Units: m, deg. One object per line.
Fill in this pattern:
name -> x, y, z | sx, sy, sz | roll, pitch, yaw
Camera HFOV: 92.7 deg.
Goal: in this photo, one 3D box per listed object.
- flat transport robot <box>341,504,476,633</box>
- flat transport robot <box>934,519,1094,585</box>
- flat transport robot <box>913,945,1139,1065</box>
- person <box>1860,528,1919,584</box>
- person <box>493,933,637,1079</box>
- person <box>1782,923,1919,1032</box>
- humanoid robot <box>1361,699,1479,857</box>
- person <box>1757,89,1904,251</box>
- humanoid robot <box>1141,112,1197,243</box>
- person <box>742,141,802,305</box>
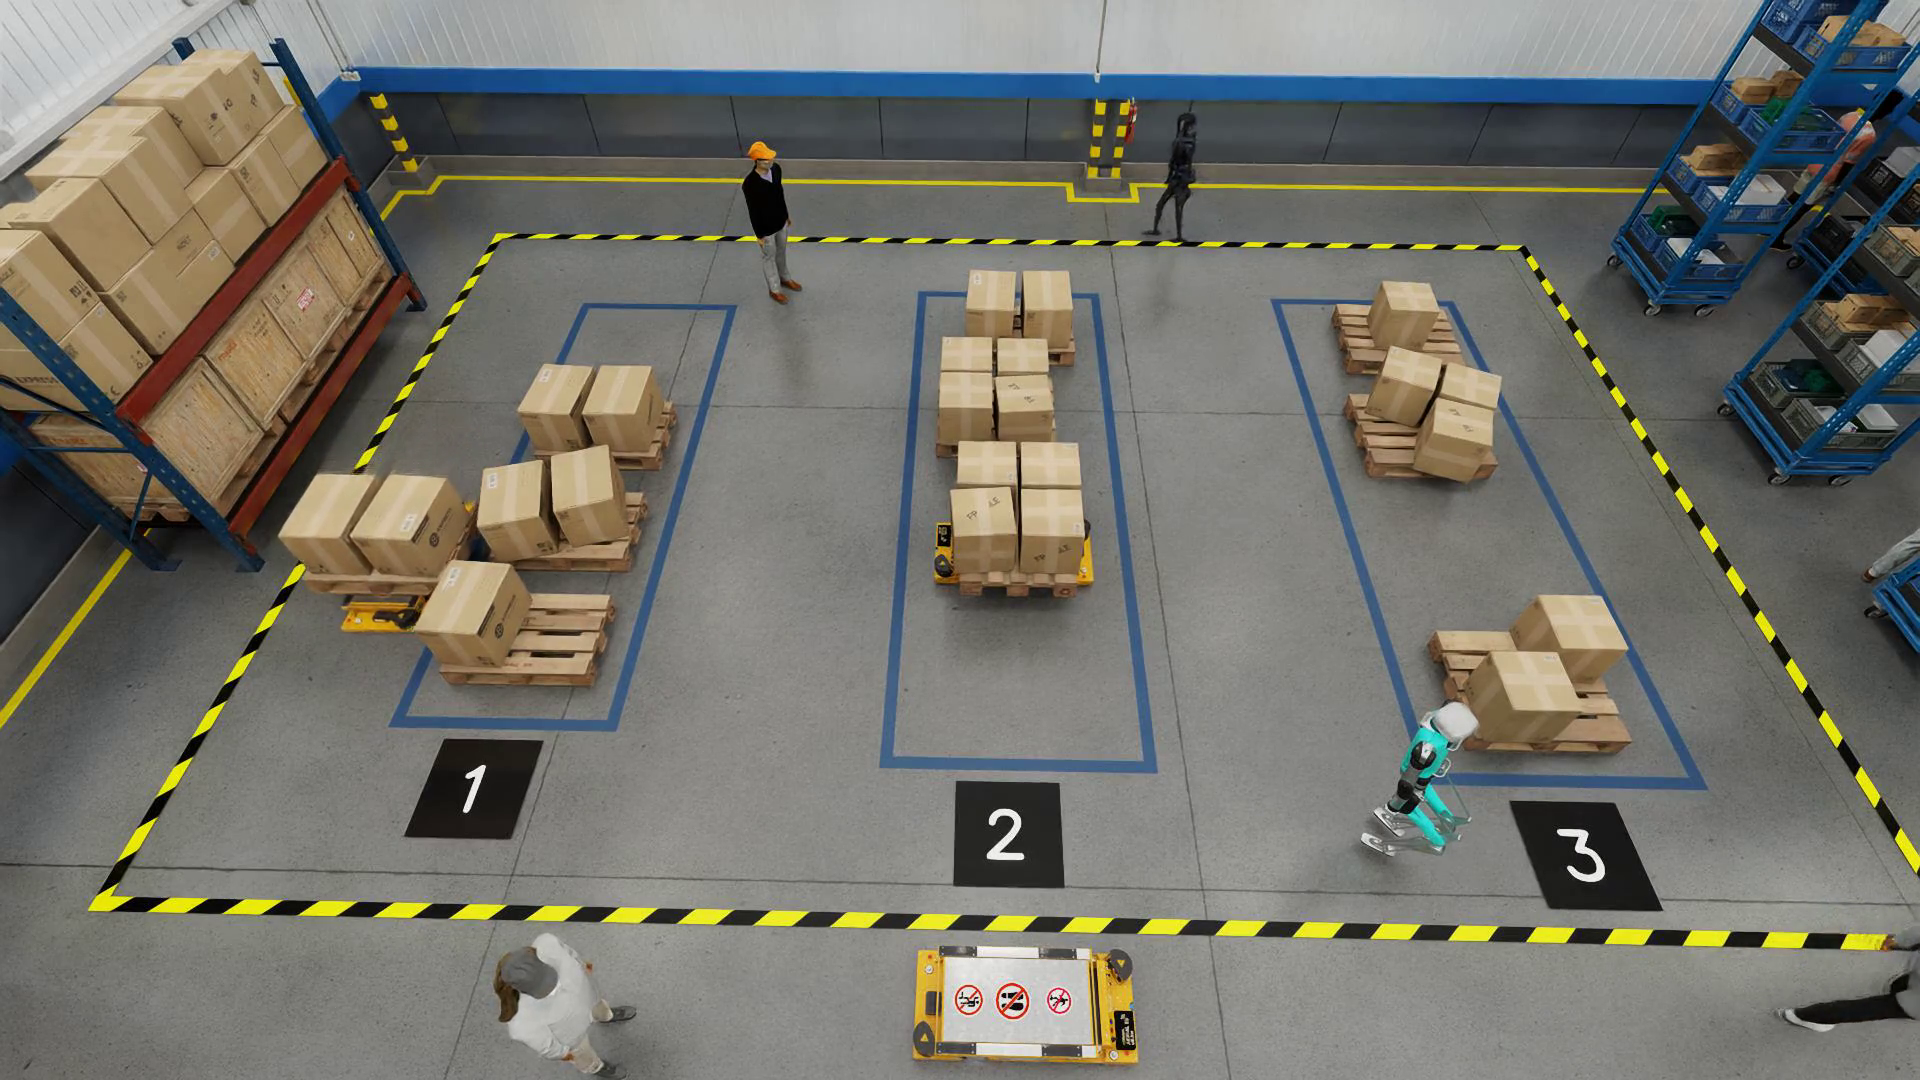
flat transport robot -> -4.996, 0.196, 8.308 | 0.652, 0.197, 1.431 | 1, 51, 1
flat transport robot -> 0.490, 0.087, 8.397 | 1.431, 0.197, 0.652 | 1, 51, 1
flat transport robot -> 0.422, 3.041, 6.007 | 1.431, 0.231, 0.659 | 1, 51, 1
person -> 8.387, -0.188, 7.563 | 0.355, 1.936, 0.634 | -20, 54, -15
person -> -2.272, 2.711, 5.308 | 0.400, 1.765, 0.572 | -1, 51, -1
person -> 5.891, 2.605, 5.376 | 0.988, 1.792, 0.603 | 5, 51, 4
humanoid robot -> 3.168, 1.700, 6.065 | 0.735, 1.677, 0.533 | 35, 59, 25
person -> 10.417, -4.427, 11.009 | 0.369, 1.958, 0.596 | 5, 51, 4
humanoid robot -> 2.612, -4.348, 11.129 | 0.557, 1.641, 0.611 | -7, 51, -6
person -> -2.127, -3.577, 10.360 | 0.354, 1.884, 0.590 | 23, 55, 18
